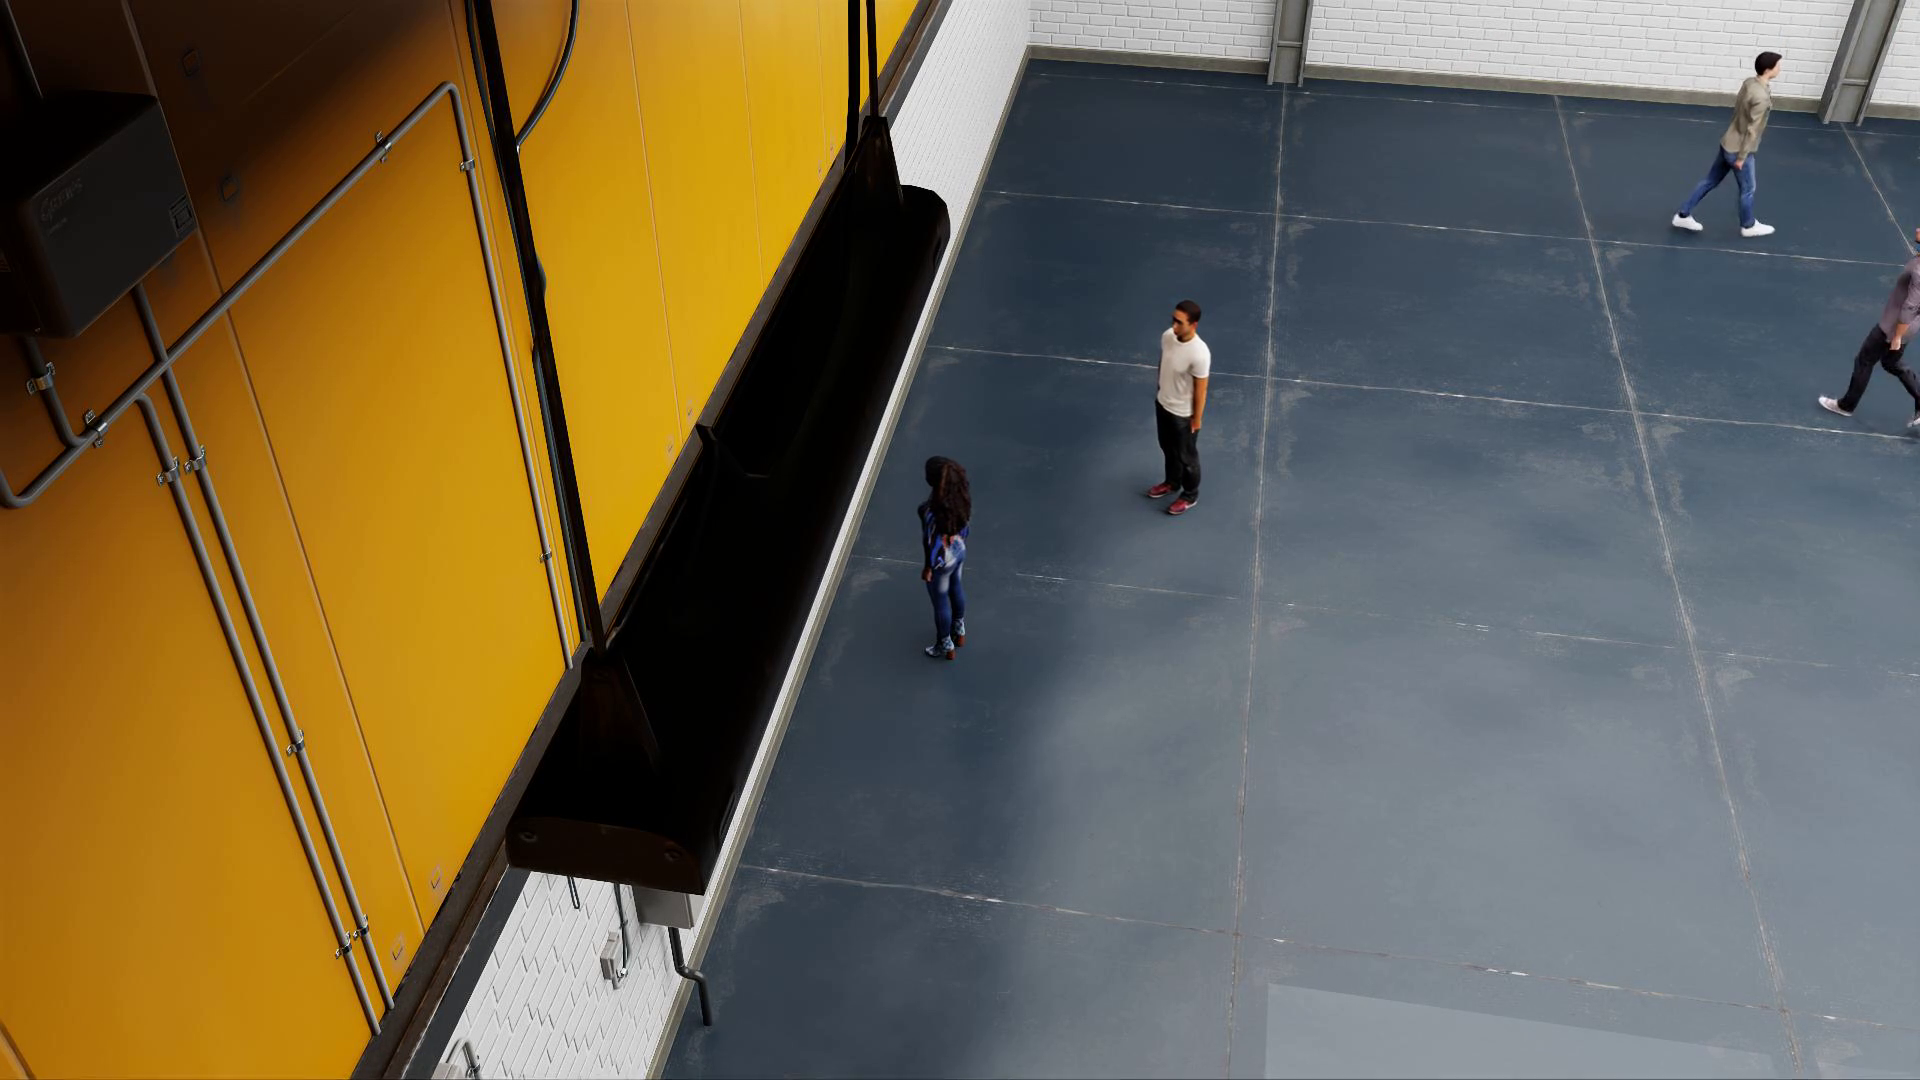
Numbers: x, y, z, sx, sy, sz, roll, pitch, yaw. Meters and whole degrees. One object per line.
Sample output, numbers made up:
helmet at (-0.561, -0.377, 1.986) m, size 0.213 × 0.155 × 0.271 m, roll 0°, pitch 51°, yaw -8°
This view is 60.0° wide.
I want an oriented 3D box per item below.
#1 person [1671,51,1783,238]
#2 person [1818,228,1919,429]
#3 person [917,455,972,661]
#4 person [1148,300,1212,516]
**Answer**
person at (7.202, -3.681, 15.589) m, size 1.178 × 1.818 × 0.773 m, roll 3°, pitch 39°, yaw 4°
person at (7.481, -1.681, 13.075) m, size 1.168 × 1.830 × 1.038 m, roll 32°, pitch 48°, yaw 33°
person at (-0.109, 0.110, 11.002) m, size 0.671 × 1.618 × 0.688 m, roll 21°, pitch 43°, yaw 24°
person at (1.640, -0.997, 12.247) m, size 0.767 × 1.795 × 0.719 m, roll -21°, pitch 43°, yaw -24°
